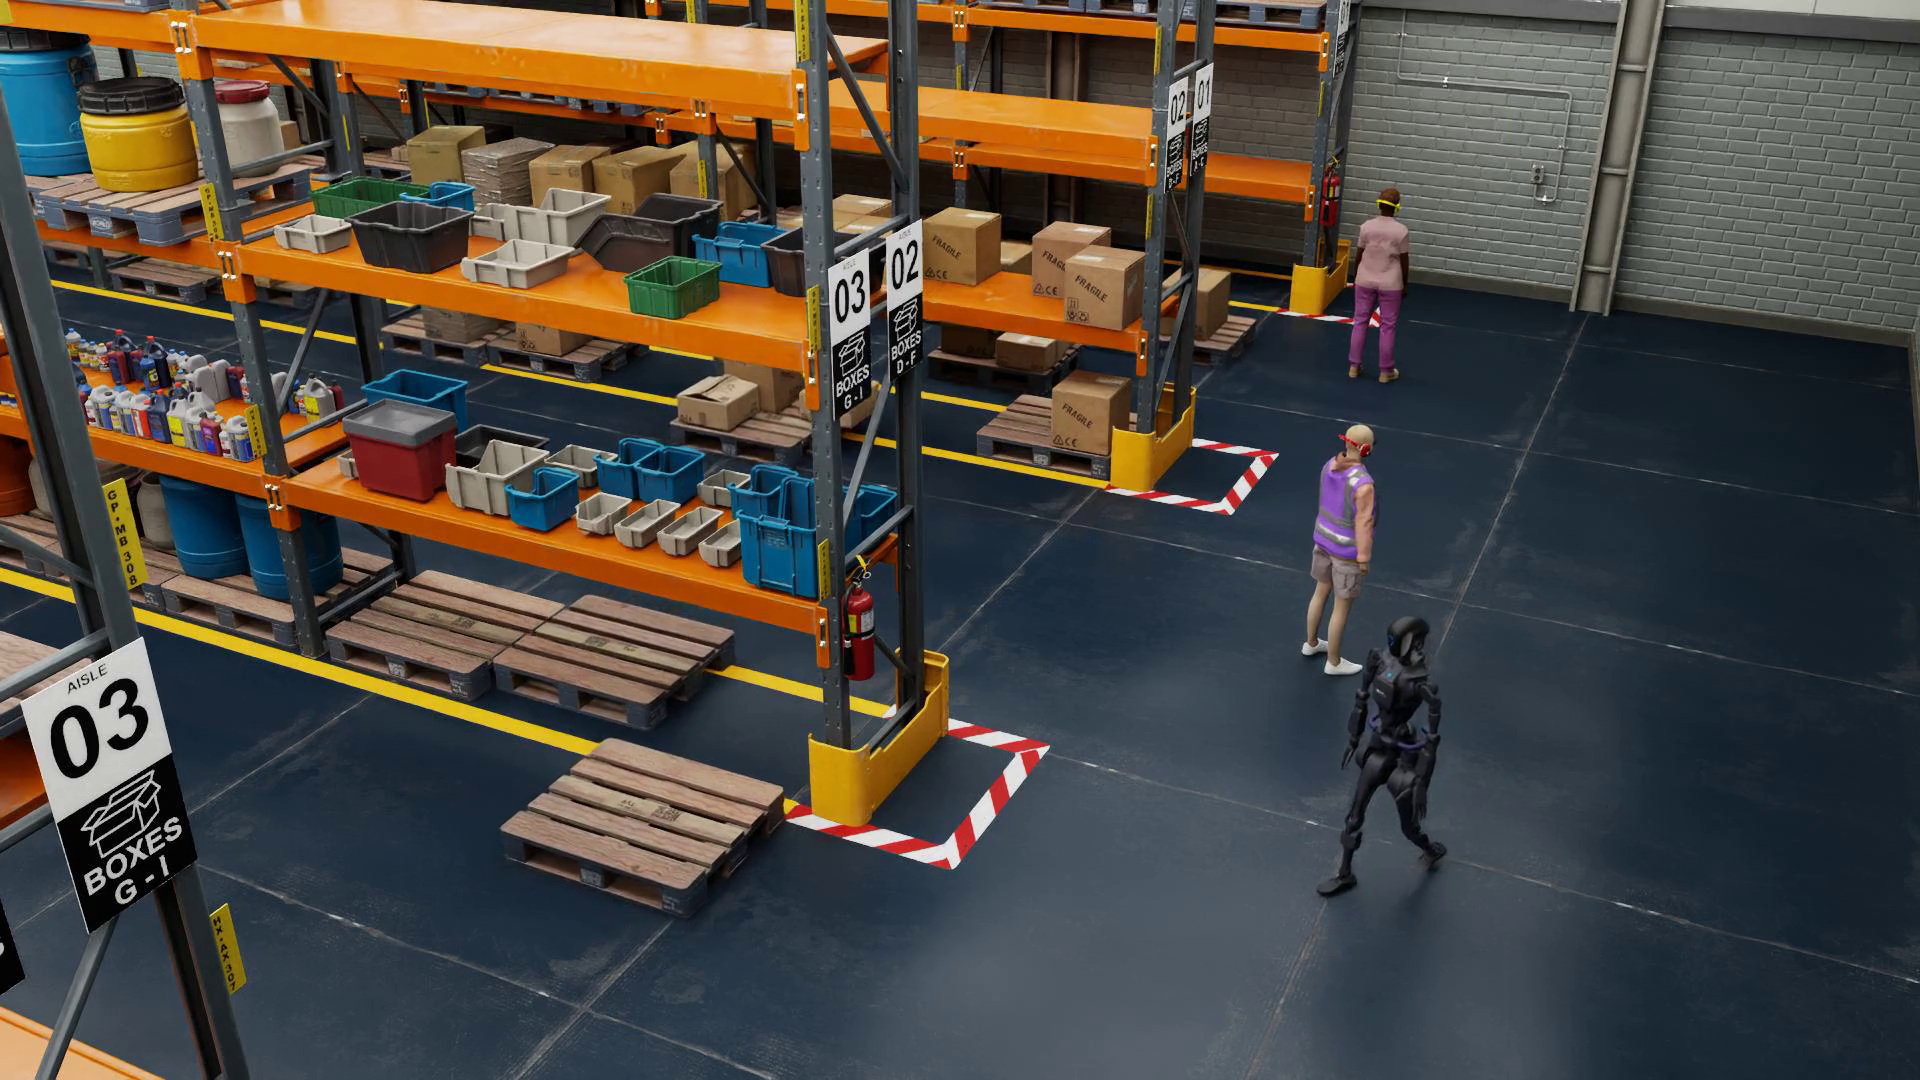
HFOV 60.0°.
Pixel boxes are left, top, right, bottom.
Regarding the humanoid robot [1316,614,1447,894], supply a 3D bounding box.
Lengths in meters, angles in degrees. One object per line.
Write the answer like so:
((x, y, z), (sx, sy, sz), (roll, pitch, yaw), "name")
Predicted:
((2.263, 1.106, 8.546), (0.769, 1.650, 0.597), (-15, 30, -28), "humanoid robot")

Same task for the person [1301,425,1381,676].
((2.429, 0.058, 10.589), (0.348, 1.688, 0.492), (-11, 28, -21), "person")

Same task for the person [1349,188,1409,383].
((3.864, -2.348, 15.332), (0.524, 1.801, 0.336), (16, 30, 29), "person")
